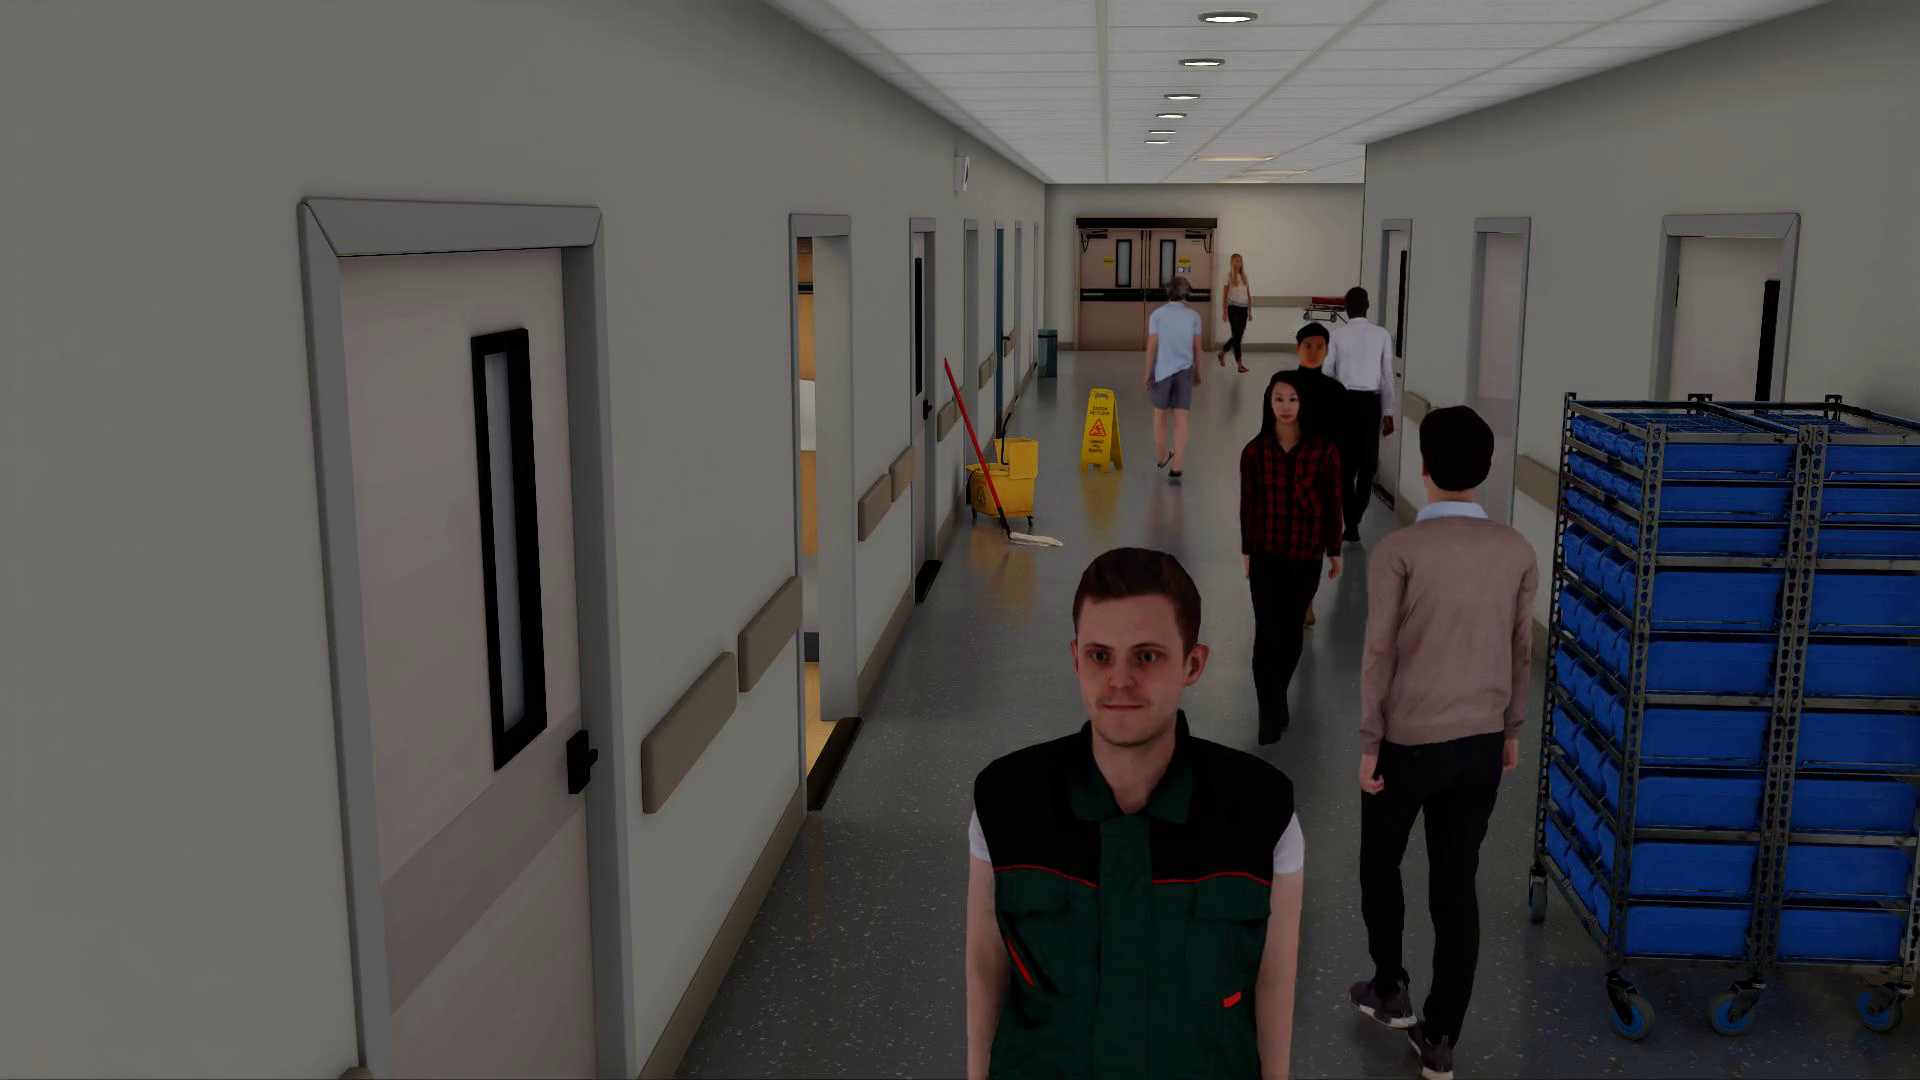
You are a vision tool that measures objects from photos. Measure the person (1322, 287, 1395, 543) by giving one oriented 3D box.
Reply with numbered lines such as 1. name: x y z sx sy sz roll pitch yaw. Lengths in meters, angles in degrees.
1. person: 2.824 -0.855 11.876 0.676 1.783 1.213 1 11 8

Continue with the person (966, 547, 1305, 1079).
1. person: 0.238 0.905 2.432 0.635 1.842 0.555 1 11 6

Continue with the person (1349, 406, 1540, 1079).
1. person: 1.282 0.563 4.377 0.693 1.792 0.751 -1 11 -3

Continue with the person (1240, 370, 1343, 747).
1. person: 1.460 0.064 7.440 0.615 1.630 0.906 1 11 7

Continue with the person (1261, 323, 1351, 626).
1. person: 1.973 -0.388 9.615 0.736 1.708 0.909 3 11 14

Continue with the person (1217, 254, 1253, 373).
1. person: 4.247 -3.509 25.819 1.006 1.800 1.208 -5 12 -26

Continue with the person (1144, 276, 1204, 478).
1. person: 1.914 -1.445 14.964 0.708 1.791 1.142 1 11 3
